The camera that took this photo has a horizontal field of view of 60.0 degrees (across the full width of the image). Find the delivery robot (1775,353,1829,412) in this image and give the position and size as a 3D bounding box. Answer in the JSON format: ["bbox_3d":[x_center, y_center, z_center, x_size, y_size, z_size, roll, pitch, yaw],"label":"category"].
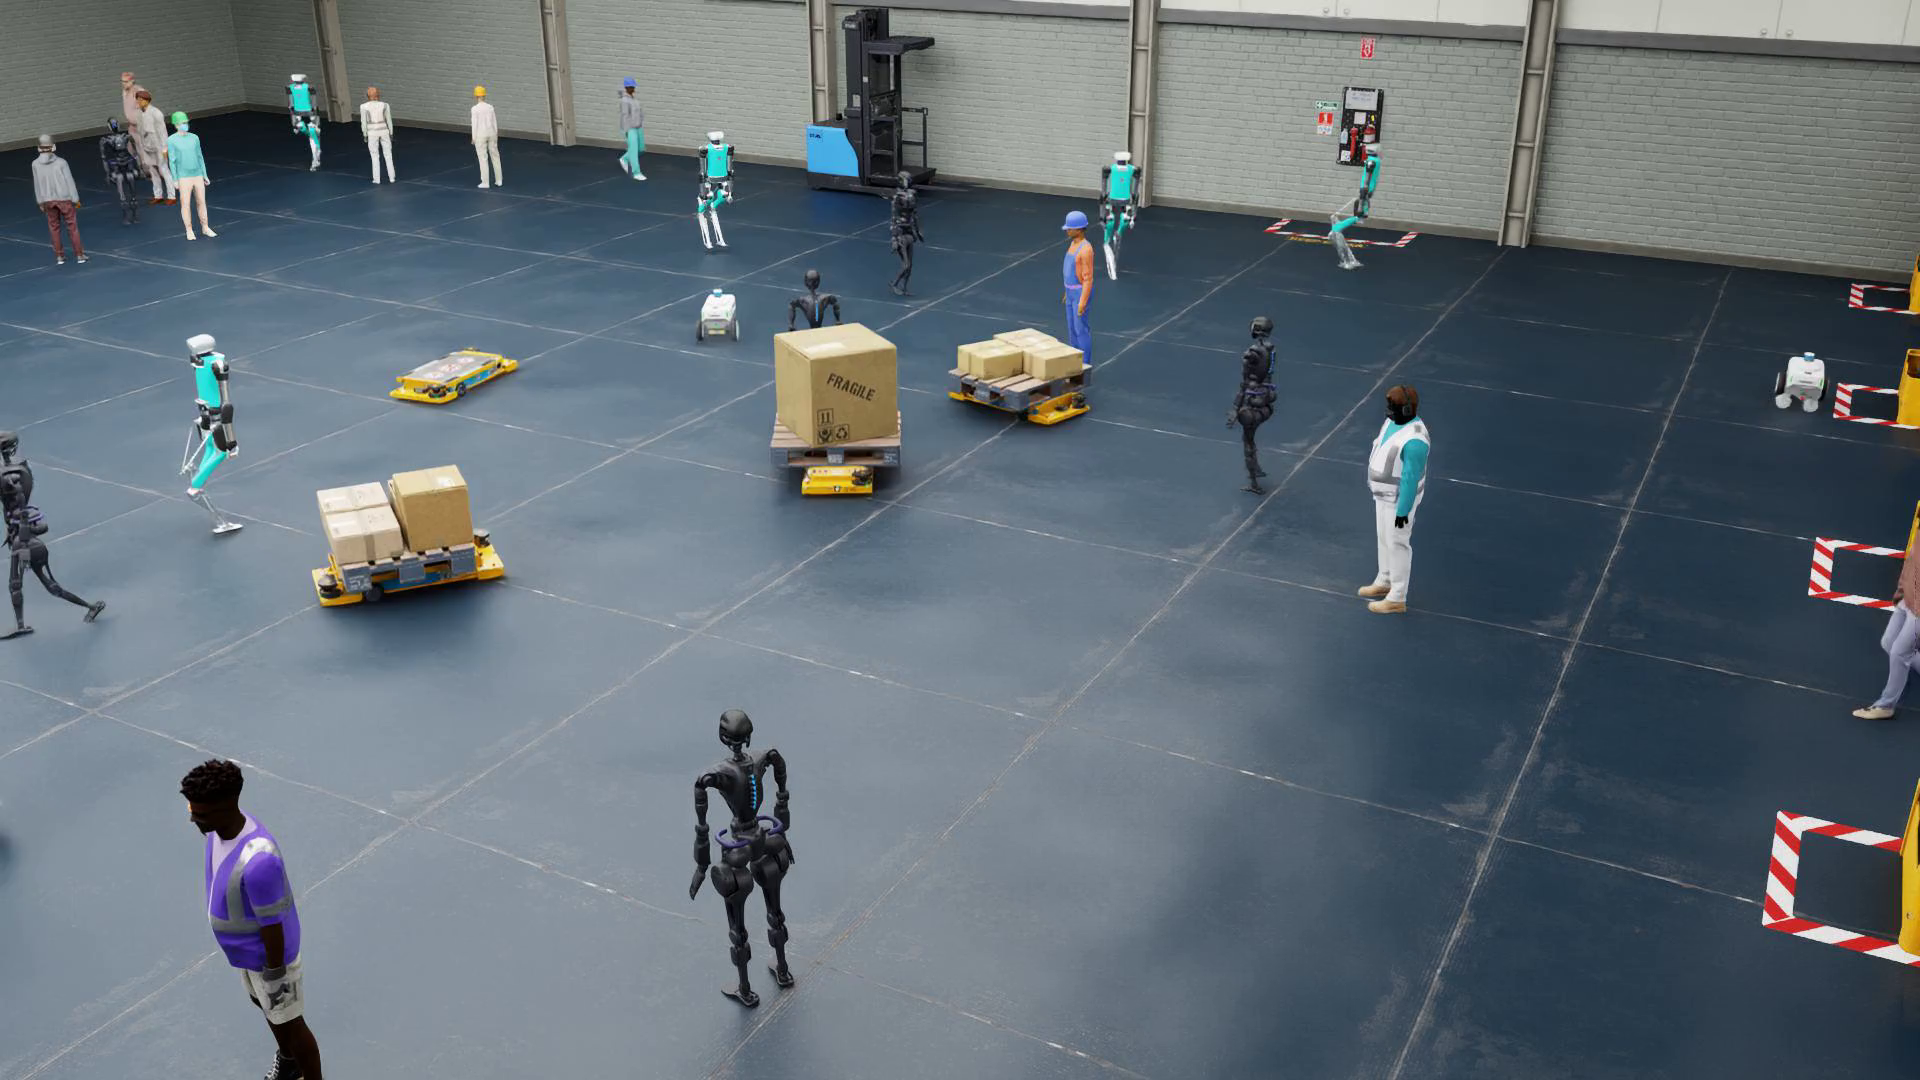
[{"bbox_3d":[9.027,-1.704,17.792,0.508,0.614,0.785,10,25,22],"label":"delivery robot"}]

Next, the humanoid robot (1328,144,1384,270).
[{"bbox_3d":[5.401,-4.611,22.948,0.750,1.715,0.532,10,25,22],"label":"humanoid robot"}]

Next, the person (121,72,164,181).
[{"bbox_3d":[-14.172,-7.154,28.782,0.662,1.875,0.497,15,27,30],"label":"person"}]

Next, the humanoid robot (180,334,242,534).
[{"bbox_3d":[-6.518,-0.813,14.254,0.539,1.845,0.658,20,31,39],"label":"humanoid robot"}]

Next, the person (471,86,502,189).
[{"bbox_3d":[-8.079,-6.847,28.291,0.317,1.696,0.486,21,31,40],"label":"person"}]

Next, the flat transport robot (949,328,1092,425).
[{"bbox_3d":[0.629,-1.531,17.727,1.431,0.231,0.659,20,30,39],"label":"flat transport robot"}]

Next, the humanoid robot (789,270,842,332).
[{"bbox_3d":[-1.479,-1.950,16.980,0.603,1.612,0.821,-6,24,-15],"label":"humanoid robot"}]

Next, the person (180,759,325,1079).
[{"bbox_3d":[-3.251,1.865,7.689,0.380,1.957,0.600,-19,30,-38],"label":"person"}]

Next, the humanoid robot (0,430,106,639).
[{"bbox_3d":[-7.020,-0.047,12.568,0.762,1.653,0.588,-19,29,-37],"label":"humanoid robot"}]

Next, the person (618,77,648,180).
[{"bbox_3d":[-5.755,-7.170,28.967,0.551,1.761,0.538,8,24,18],"label":"person"}]

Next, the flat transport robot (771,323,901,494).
[{"bbox_3d":[-1.171,-0.777,15.972,0.659,0.231,1.431,-1,23,-2],"label":"flat transport robot"}]

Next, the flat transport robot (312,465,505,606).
[{"bbox_3d":[-4.553,0.207,13.682,1.431,0.231,0.659,-11,26,-24],"label":"flat transport robot"}]

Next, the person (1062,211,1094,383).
[{"bbox_3d":[1.286,-2.679,18.333,0.370,1.903,0.522,-7,24,-15],"label":"person"}]

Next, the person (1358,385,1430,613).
[{"bbox_3d":[3.379,-0.326,12.948,0.431,1.836,0.617,-1,23,-2],"label":"person"}]

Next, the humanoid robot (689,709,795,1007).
[{"bbox_3d":[-1.110,1.624,8.581,0.599,1.657,0.315,-16,28,-33],"label":"humanoid robot"}]

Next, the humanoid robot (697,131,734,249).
[{"bbox_3d":[-3.574,-5.056,23.903,0.533,1.677,0.735,-14,27,-29],"label":"humanoid robot"}]

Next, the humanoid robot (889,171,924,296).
[{"bbox_3d":[-0.721,-3.994,21.686,0.350,1.644,0.609,15,27,31],"label":"humanoid robot"}]

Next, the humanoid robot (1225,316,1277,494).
[{"bbox_3d":[2.697,-1.239,15.265,0.387,1.652,0.601,19,29,37],"label":"humanoid robot"}]

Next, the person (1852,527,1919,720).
[{"bbox_3d":[6.513,0.478,11.189,0.535,1.725,0.555,4,24,9],"label":"person"}]

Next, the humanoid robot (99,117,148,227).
[{"bbox_3d":[-12.826,-5.658,25.554,0.612,1.648,0.491,-20,30,-39],"label":"humanoid robot"}]

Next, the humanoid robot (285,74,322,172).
[{"bbox_3d":[-11.534,-7.390,29.496,0.547,1.739,0.959,1,23,2],"label":"humanoid robot"}]

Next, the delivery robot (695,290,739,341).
[{"bbox_3d":[-2.922,-2.717,20.135,0.499,0.602,0.795,0,23,-1],"label":"delivery robot"}]

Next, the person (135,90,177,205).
[{"bbox_3d":[-13.098,-6.367,27.009,0.515,1.829,0.360,6,24,13],"label":"person"}]

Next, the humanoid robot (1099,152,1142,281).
[{"bbox_3d":[2.116,-4.454,22.735,0.547,1.818,0.906,-2,23,-5],"label":"humanoid robot"}]

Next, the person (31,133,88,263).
[{"bbox_3d":[-12.686,-4.794,23.379,0.550,1.806,0.380,-4,24,-10],"label":"person"}]

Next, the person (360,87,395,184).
[{"bbox_3d":[-10.018,-6.966,28.652,0.521,1.635,0.313,-13,26,-27],"label":"person"}]

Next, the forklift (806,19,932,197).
[{"bbox_3d":[-1.573,-7.292,27.850,1.873,2.768,1.129,12,26,25],"label":"forklift"}]

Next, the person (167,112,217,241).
[{"bbox_3d":[-11.469,-5.423,24.755,0.345,1.874,0.524,20,30,39],"label":"person"}]

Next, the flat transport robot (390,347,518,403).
[{"bbox_3d":[-5.592,-1.825,18.411,0.659,0.231,1.431,8,25,19],"label":"flat transport robot"}]
